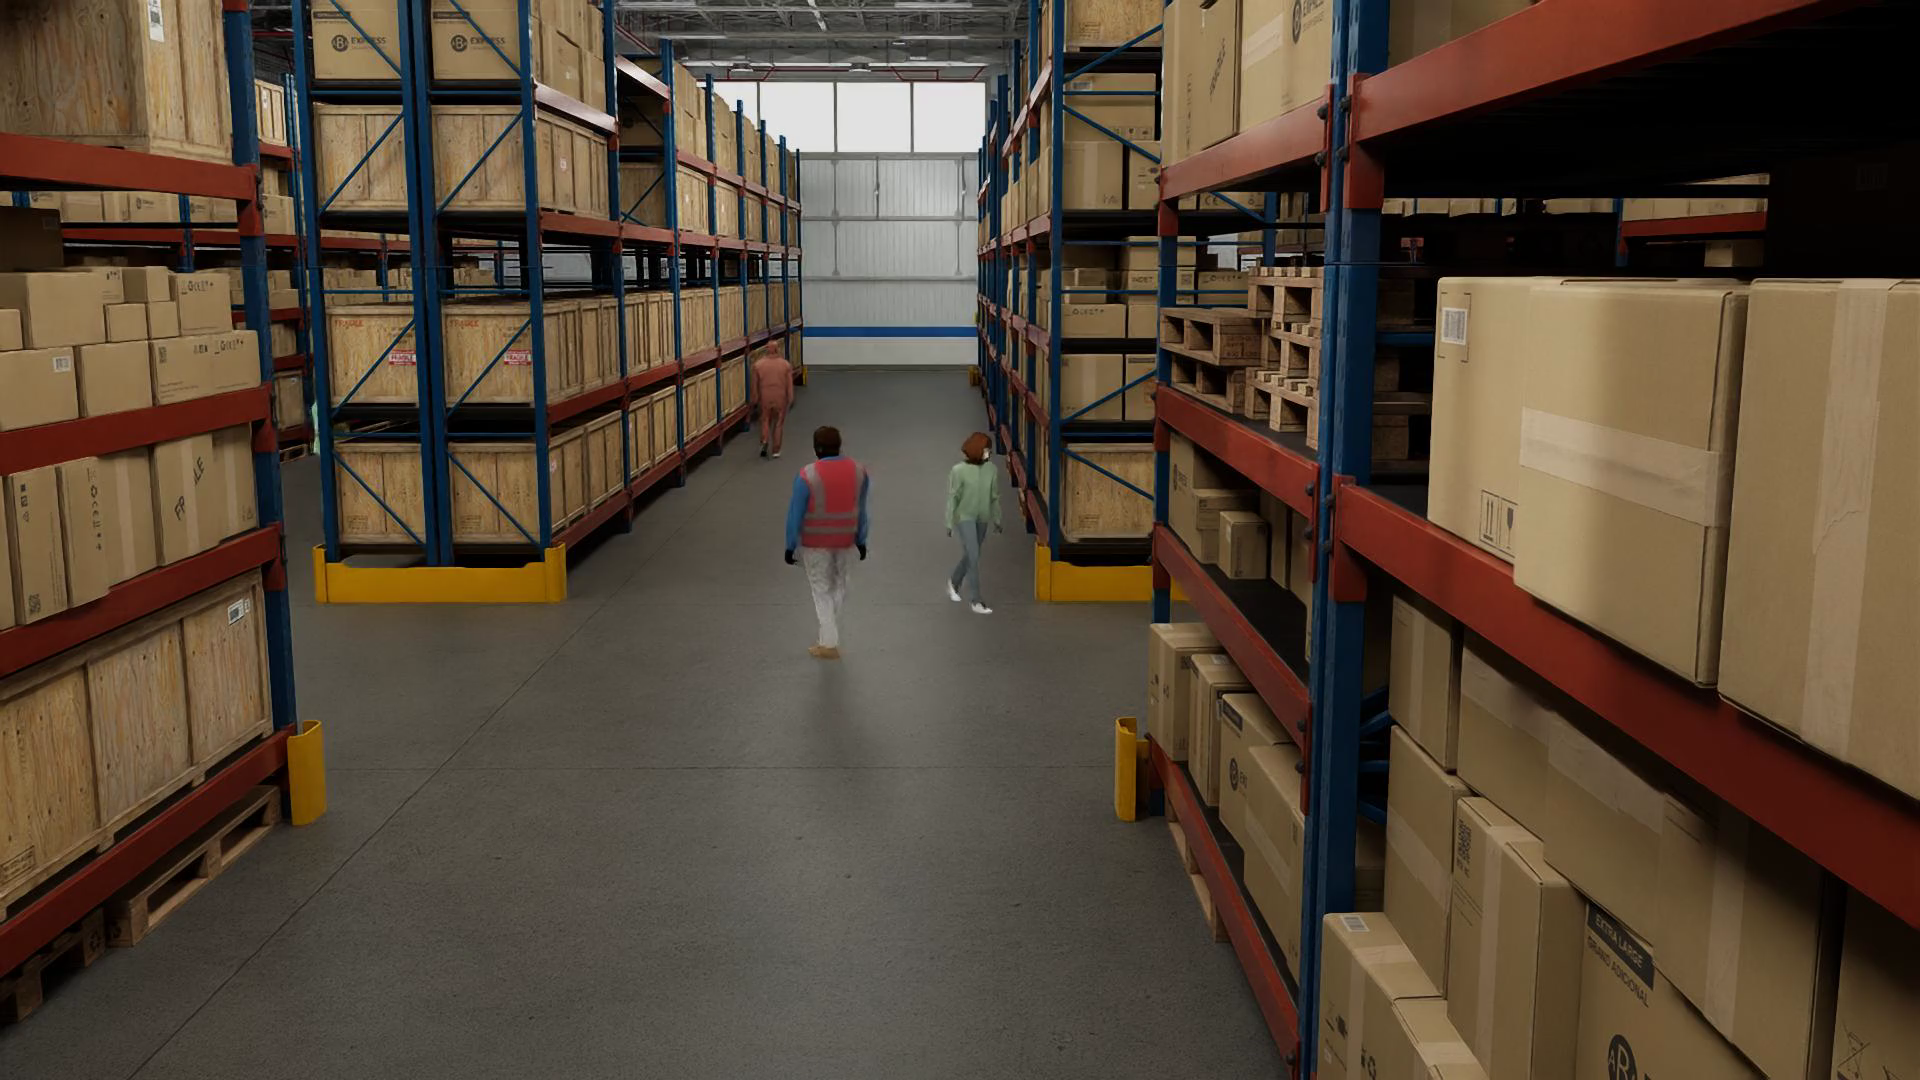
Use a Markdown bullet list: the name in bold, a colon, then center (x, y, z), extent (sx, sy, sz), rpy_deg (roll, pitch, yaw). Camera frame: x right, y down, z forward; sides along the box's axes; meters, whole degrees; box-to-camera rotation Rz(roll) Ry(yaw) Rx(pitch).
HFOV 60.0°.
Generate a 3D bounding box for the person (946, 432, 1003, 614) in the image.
- **person**: center (0.087, -0.184, 14.897), extent (0.501, 1.604, 0.791), rpy_deg (-7, 12, -37)

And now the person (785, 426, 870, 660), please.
- **person**: center (-1.059, 0.017, 12.986), extent (0.662, 1.828, 0.526), rpy_deg (-6, 11, -32)

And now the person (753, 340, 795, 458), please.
- **person**: center (-2.974, -2.261, 26.752), extent (0.653, 1.890, 0.515), rpy_deg (1, 9, 5)

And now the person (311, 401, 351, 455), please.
- **person**: center (-7.130, -0.970, 18.986), extent (0.605, 1.831, 0.435), rpy_deg (5, 11, 28)
